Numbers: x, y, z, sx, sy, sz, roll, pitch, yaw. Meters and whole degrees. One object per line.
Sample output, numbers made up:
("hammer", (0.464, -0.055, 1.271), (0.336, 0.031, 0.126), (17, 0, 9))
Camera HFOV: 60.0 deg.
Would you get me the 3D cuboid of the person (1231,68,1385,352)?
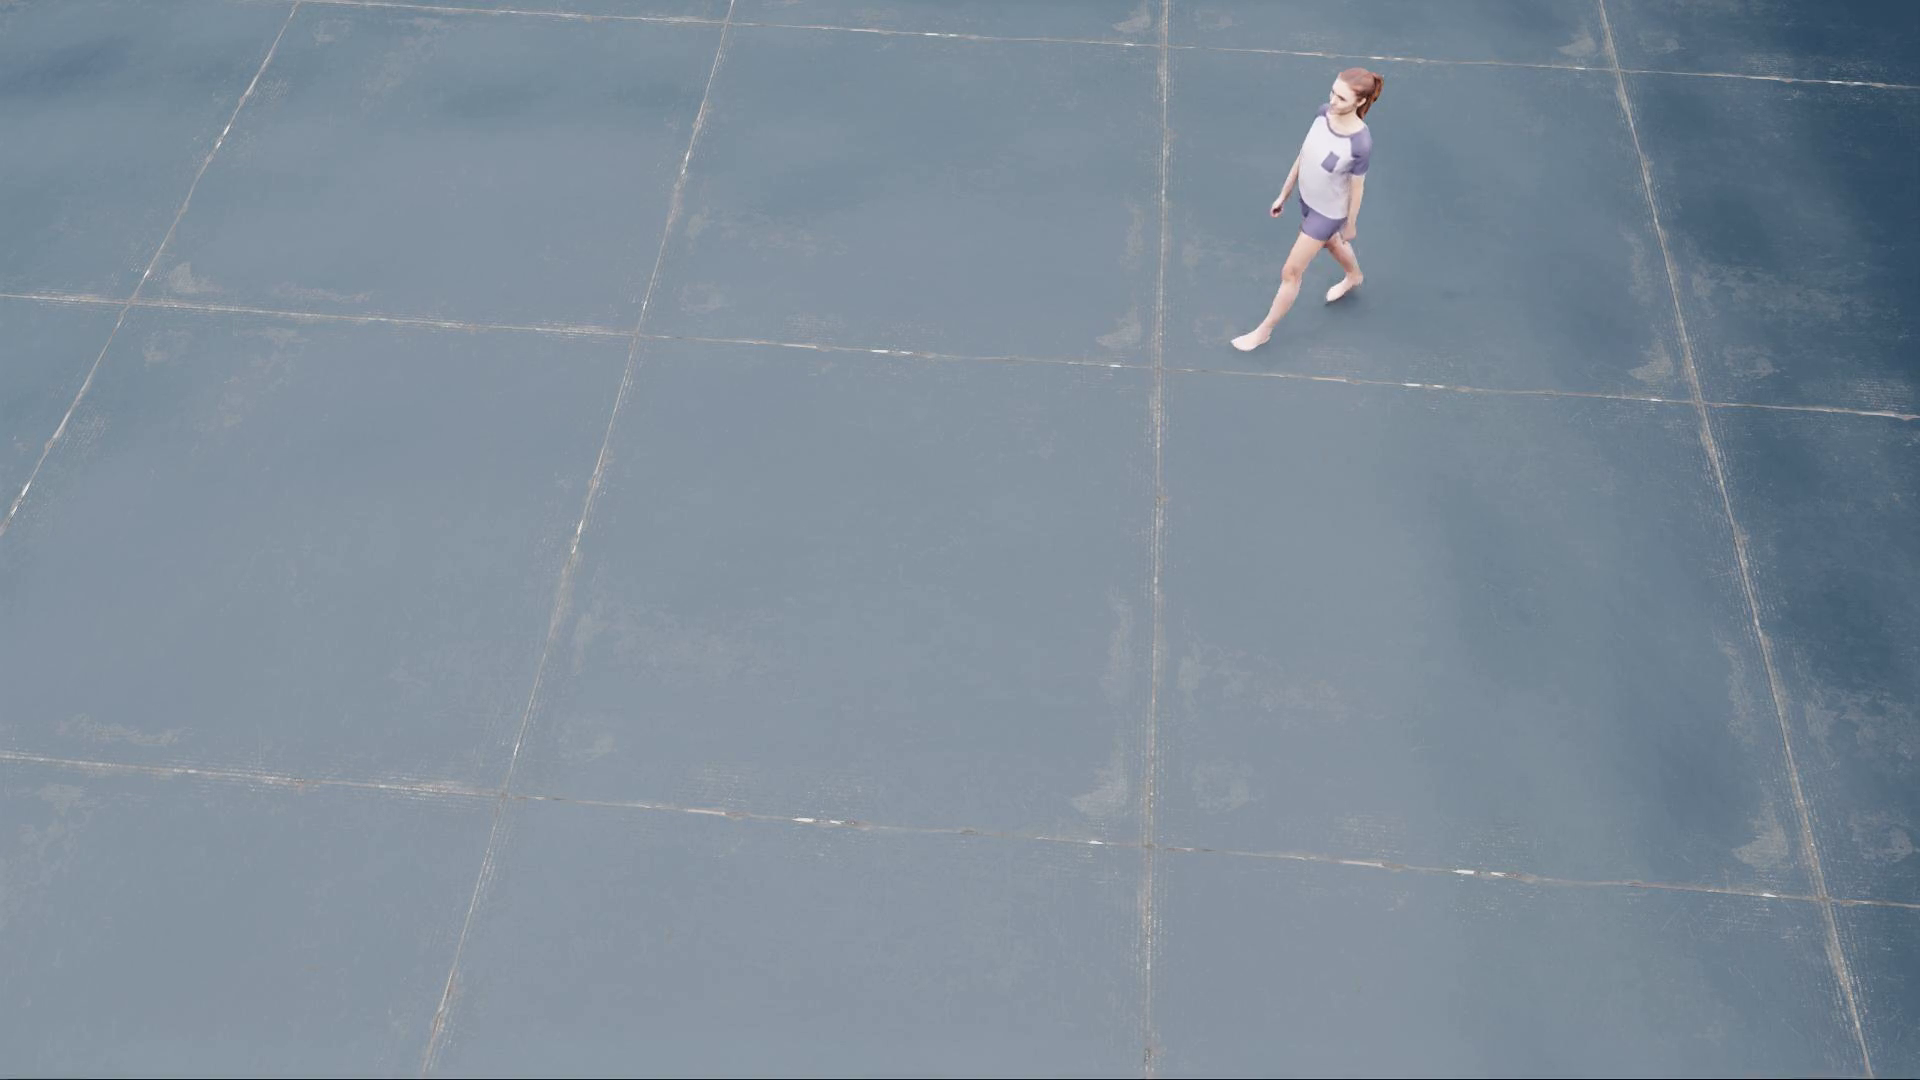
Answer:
("person", (2.028, -1.821, 8.957), (1.219, 1.719, 0.929), (-18, 54, -13))
